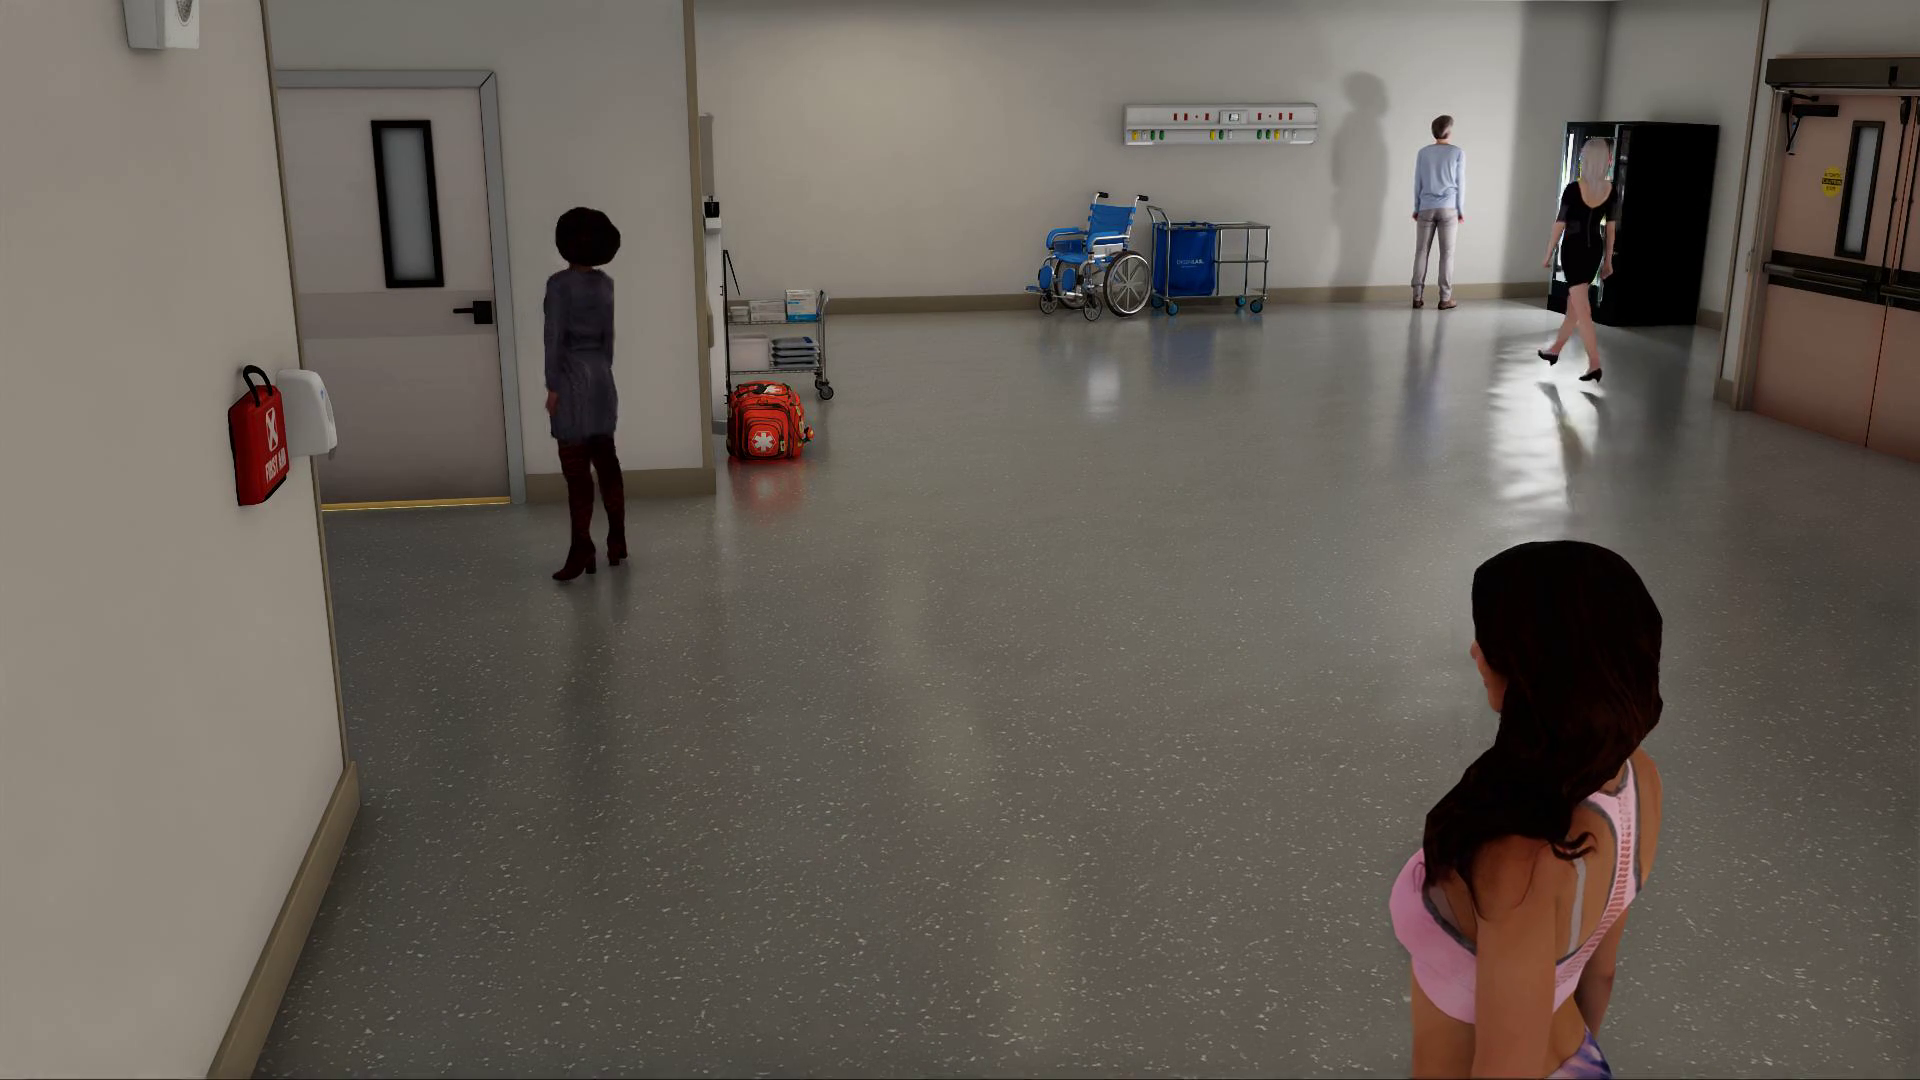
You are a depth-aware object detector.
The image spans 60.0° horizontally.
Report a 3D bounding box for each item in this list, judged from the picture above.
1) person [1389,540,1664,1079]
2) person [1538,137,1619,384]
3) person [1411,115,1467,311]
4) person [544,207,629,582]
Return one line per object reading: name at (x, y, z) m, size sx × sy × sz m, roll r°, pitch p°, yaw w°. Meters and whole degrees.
person at (0.736, 0.844, 2.217) m, size 0.723 × 1.771 × 0.675 m, roll 12°, pitch 20°, yaw 37°
person at (4.699, -2.044, 12.443) m, size 0.650 × 1.781 × 1.160 m, roll -4°, pitch 16°, yaw -15°
person at (4.759, -3.263, 16.561) m, size 0.758 × 1.894 × 0.793 m, roll 8°, pitch 18°, yaw 28°
person at (-1.769, -0.669, 7.730) m, size 0.831 × 1.693 × 0.749 m, roll 5°, pitch 17°, yaw 18°
